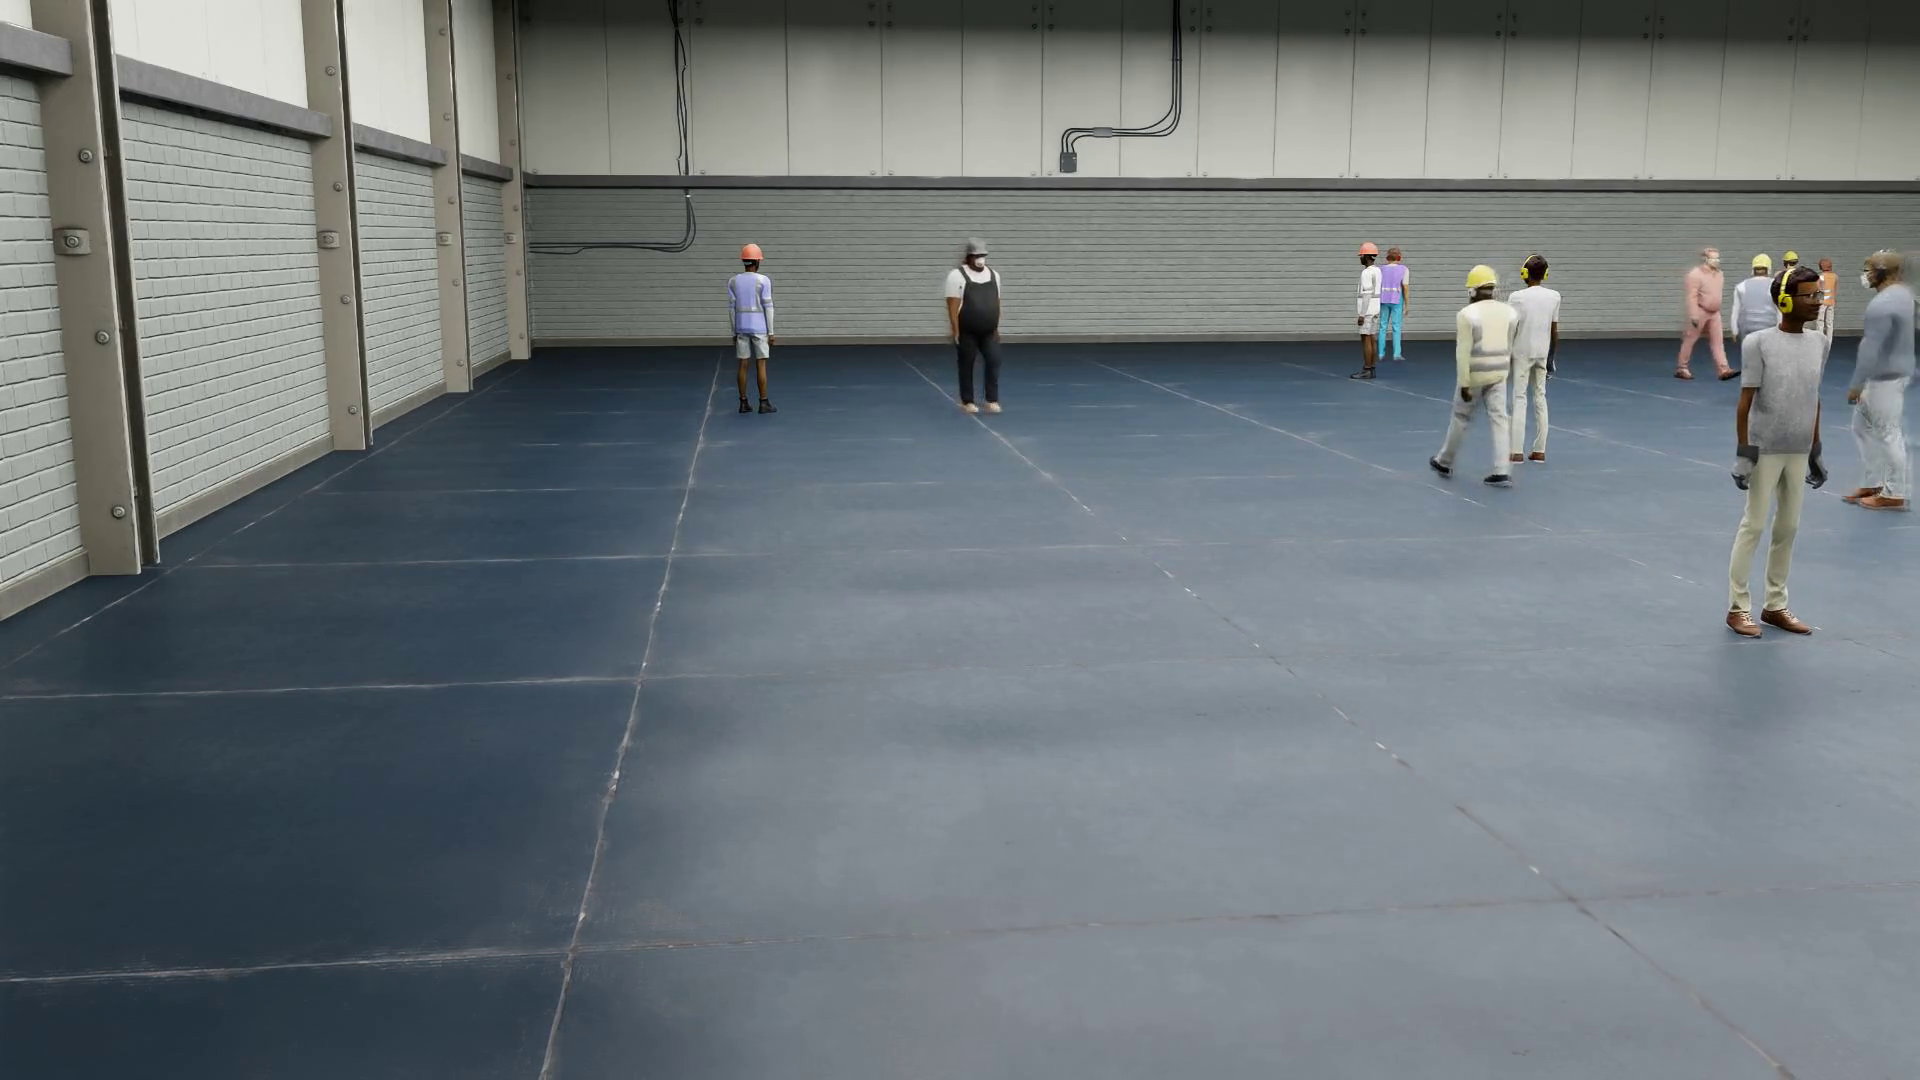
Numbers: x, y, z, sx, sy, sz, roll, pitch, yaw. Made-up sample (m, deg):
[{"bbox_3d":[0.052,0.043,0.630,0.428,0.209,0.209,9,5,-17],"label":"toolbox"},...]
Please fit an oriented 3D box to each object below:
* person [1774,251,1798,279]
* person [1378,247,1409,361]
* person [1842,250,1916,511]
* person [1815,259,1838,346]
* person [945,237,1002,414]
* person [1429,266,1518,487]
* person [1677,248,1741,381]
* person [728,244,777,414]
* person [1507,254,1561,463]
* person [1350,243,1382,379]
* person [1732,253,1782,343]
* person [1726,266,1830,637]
[{"bbox_3d":[14.367,-4.116,28.884,0.530,1.772,0.299,1,10,7],"label":"person"},{"bbox_3d":[7.052,-3.847,27.190,0.570,1.846,0.377,7,12,33],"label":"person"},{"bbox_3d":[6.820,-1.176,12.358,0.630,1.915,0.671,9,14,41],"label":"person"},{"bbox_3d":[15.309,-4.160,29.486,0.513,1.638,0.313,-3,11,-17],"label":"person"},{"bbox_3d":[0.209,-2.438,18.937,0.696,2.000,0.752,-4,11,-22],"label":"person"},{"bbox_3d":[4.263,-1.350,13.676,0.589,1.782,0.942,-3,11,-16],"label":"person"},{"bbox_3d":[10.556,-3.170,23.451,0.676,1.850,0.999,-4,11,-22],"label":"person"},{"bbox_3d":[-2.380,-2.418,19.104,0.543,1.939,0.361,3,11,18],"label":"person"},{"bbox_3d":[5.099,-1.616,14.902,0.513,1.872,0.328,-2,11,-13],"label":"person"},{"bbox_3d":[5.797,-3.259,23.722,0.356,1.936,0.551,6,12,30],"label":"person"},{"bbox_3d":[9.862,-2.628,20.582,0.609,1.818,0.580,9,13,39],"label":"person"},{"bbox_3d":[4.176,-0.439,8.447,0.531,1.870,0.316,-3,11,-14],"label":"person"}]
